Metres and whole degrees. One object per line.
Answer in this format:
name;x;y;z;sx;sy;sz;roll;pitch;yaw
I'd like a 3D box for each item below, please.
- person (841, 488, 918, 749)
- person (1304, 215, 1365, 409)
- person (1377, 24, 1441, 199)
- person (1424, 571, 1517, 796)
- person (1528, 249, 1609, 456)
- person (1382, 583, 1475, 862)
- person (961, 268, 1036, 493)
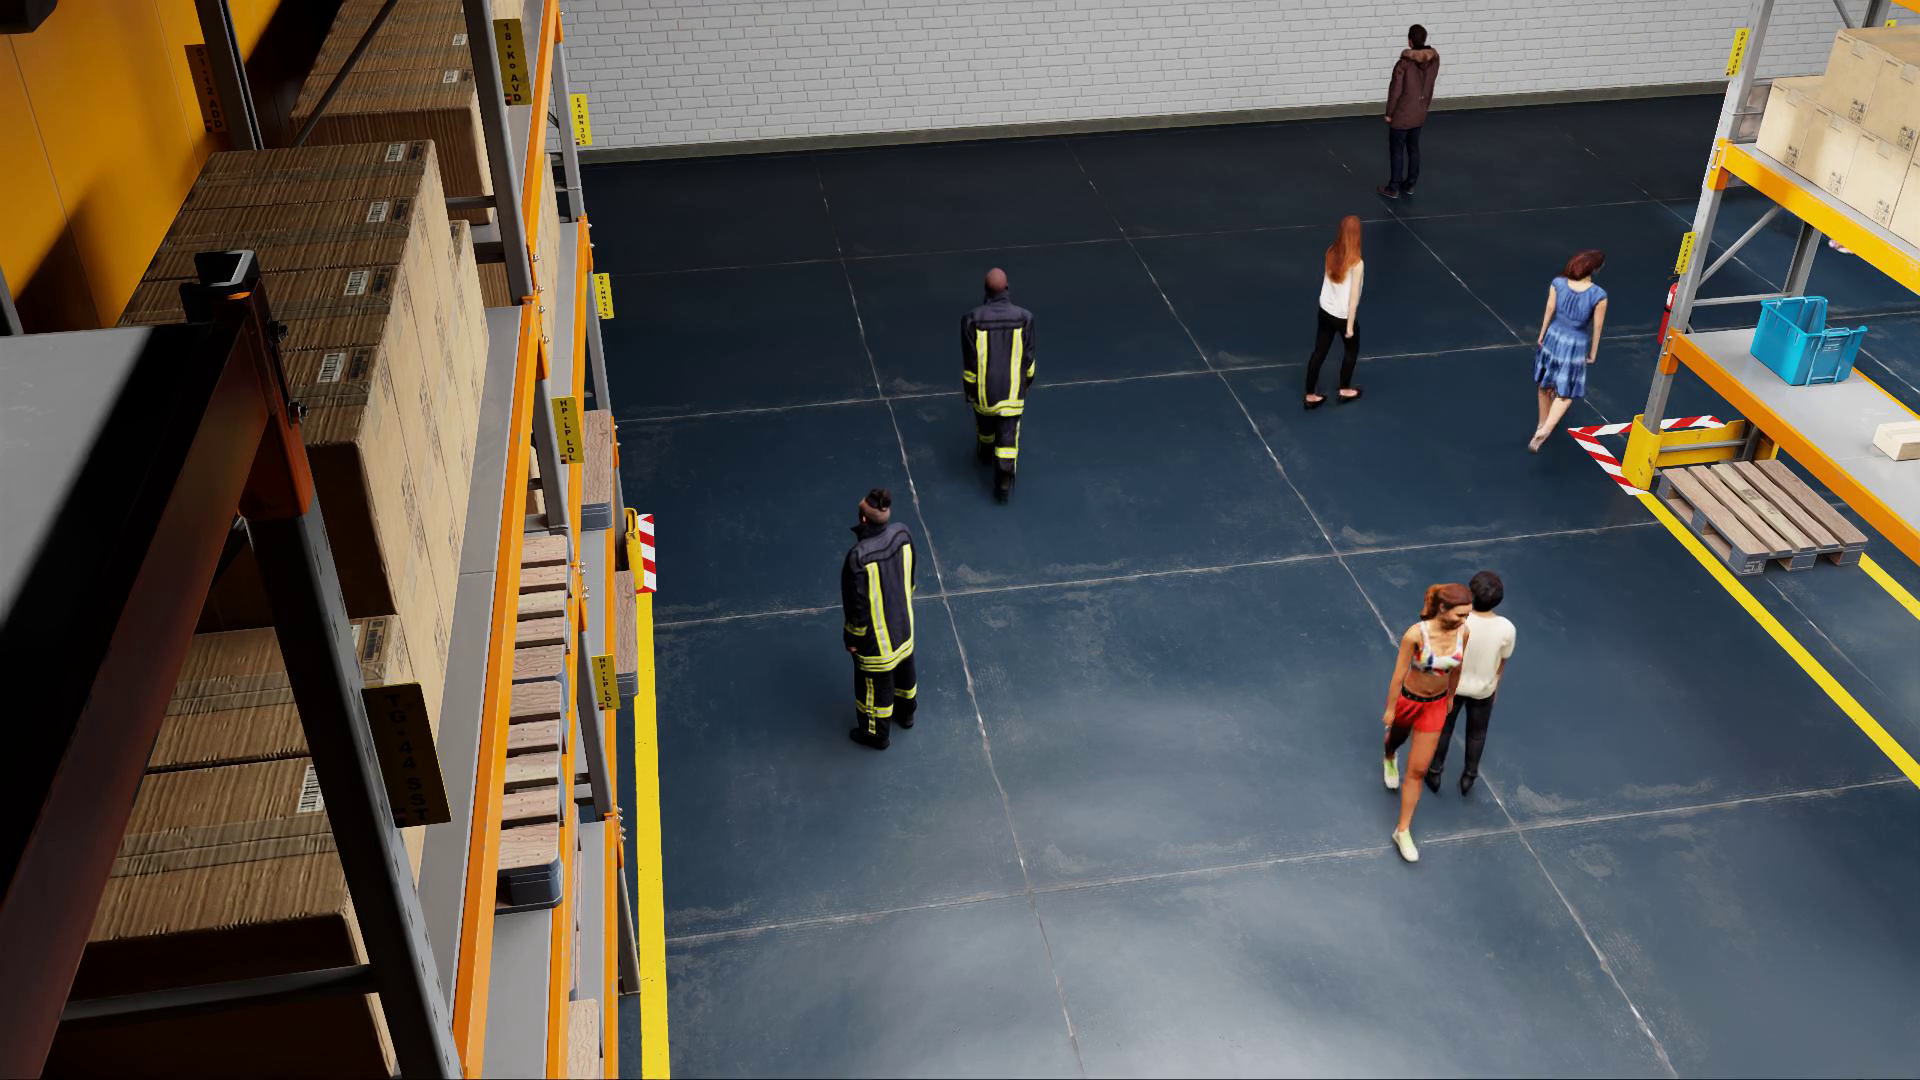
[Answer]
person;-0.497;0.468;10.269;0.918;1.860;0.880;26;41;33
person;3.097;-1.856;13.910;0.845;1.701;0.840;-21;39;-29
person;4.839;-4.619;17.937;0.834;1.844;0.783;-16;37;-22
person;3.024;0.868;9.916;0.648;1.585;0.610;6;34;10
person;4.780;-1.437;13.204;1.031;1.785;1.079;20;39;27
person;2.646;0.913;9.705;0.685;1.744;1.141;-1;34;-2
person;0.308;-1.218;12.871;0.830;1.789;1.182;-2;34;-3
